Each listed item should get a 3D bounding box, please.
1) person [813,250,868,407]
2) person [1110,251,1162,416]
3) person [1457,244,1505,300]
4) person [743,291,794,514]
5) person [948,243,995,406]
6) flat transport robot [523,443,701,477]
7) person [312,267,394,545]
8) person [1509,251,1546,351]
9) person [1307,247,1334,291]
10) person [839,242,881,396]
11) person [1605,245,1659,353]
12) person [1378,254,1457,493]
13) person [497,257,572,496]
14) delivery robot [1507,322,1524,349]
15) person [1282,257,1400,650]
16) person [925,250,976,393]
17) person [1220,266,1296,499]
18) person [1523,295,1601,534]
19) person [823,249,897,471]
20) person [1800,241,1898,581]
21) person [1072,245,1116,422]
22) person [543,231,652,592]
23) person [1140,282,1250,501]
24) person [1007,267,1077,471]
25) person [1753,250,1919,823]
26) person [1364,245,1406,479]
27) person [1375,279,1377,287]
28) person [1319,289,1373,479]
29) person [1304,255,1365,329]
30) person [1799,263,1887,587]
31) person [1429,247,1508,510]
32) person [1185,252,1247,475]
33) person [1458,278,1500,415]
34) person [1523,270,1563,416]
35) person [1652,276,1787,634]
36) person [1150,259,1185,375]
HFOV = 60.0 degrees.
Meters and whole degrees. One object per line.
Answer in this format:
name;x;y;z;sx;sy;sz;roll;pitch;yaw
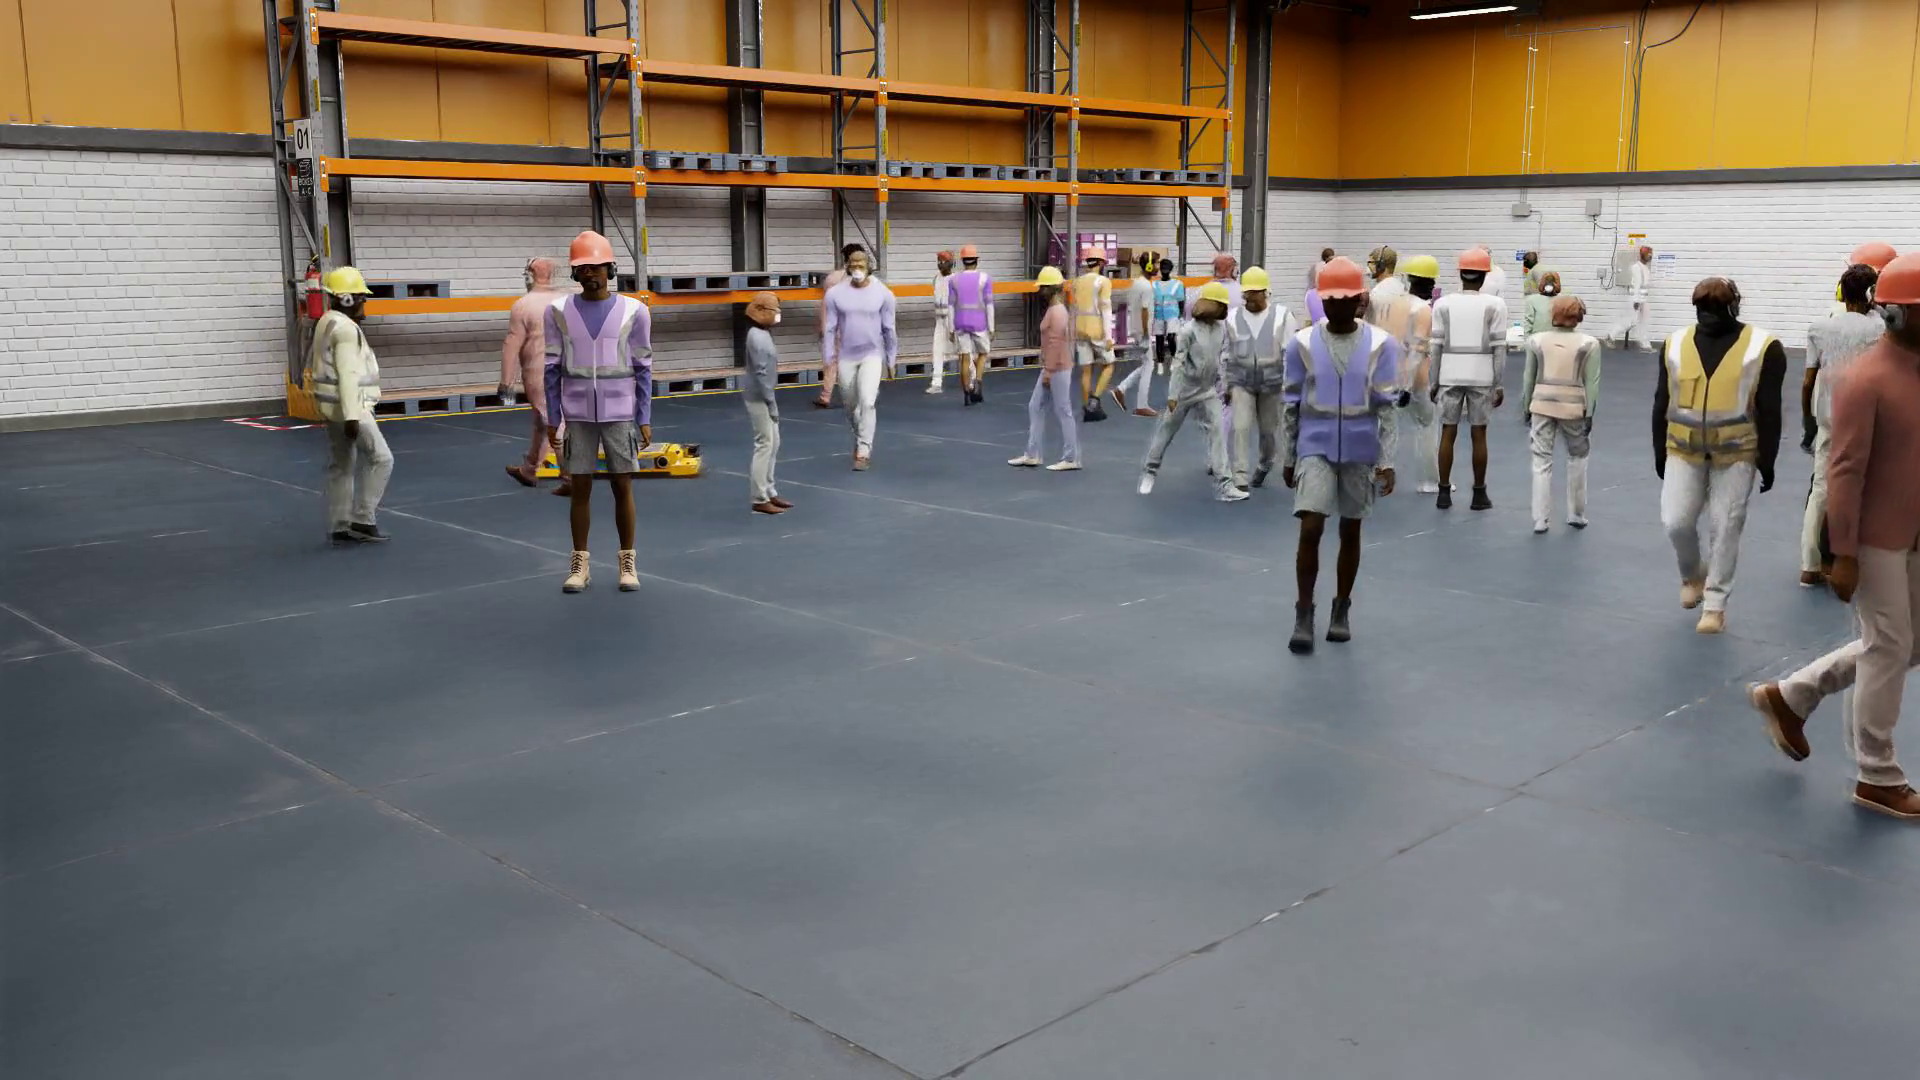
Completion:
person;-1.319;-2.487;19.600;0.769;1.862;0.426;-1;10;-5
person;1.999;-2.294;18.561;0.487;1.851;0.539;-1;10;-6
person;7.141;-3.108;22.898;0.643;1.896;0.406;6;12;31
person;-1.408;-0.995;12.108;0.330;1.624;0.536;0;10;0
person;0.142;-2.558;19.818;0.585;1.921;0.416;2;11;11
flat transport robot;-2.942;-0.686;14.117;1.431;0.197;0.652;-1;10;-5
person;-3.930;-0.861;10.844;0.513;1.814;0.625;-7;12;-33
person;10.133;-4.146;28.964;1.091;1.764;0.643;3;11;15
person;6.281;-4.126;28.662;0.641;1.820;0.768;6;12;31
person;-1.113;-2.367;18.706;0.623;1.940;0.520;9;14;41
person;11.674;-4.162;28.757;0.565;1.857;0.823;-10;14;-42
person;3.439;-1.282;12.973;0.955;1.890;0.582;-4;11;-19
person;-3.298;-1.282;13.063;1.026;1.848;0.663;6;12;31
delivery robot;9.359;-3.415;27.965;0.707;0.478;0.477;4;11;19
person;1.845;-0.404;8.103;0.558;1.907;0.738;2;11;12
person;-0.085;-2.838;21.581;0.586;1.845;0.985;8;13;38
person;2.329;-1.242;13.026;0.597;1.797;0.798;2;11;13
person;4.122;-0.859;11.404;0.518;1.616;0.646;6;12;31
person;-0.866;-1.599;14.628;0.636;1.908;0.892;1;10;7
person;5.242;-0.750;9.787;0.401;1.984;0.612;3;11;14
person;1.475;-2.238;18.097;0.446;1.911;0.568;-10;14;-44
person;-2.048;-0.715;9.435;0.609;2.043;0.376;-1;10;-6
person;1.780;-1.144;12.797;0.529;1.671;0.976;-7;12;-33
person;0.693;-1.455;14.259;0.711;1.741;0.547;-1;10;-4
person;3.216;-0.029;5.886;0.628;1.972;0.678;-7;13;-35
person;3.514;-1.477;13.874;0.356;1.938;0.638;5;12;26
person;7.605;-4.206;29.618;0.583;1.618;0.555;6;12;31
person;3.137;-1.279;13.721;0.545;1.599;0.427;6;12;30
person;3.382;-1.642;15.038;0.565;1.841;0.387;4;11;19
person;5.061;-0.635;9.491;0.329;1.865;0.514;-9;13;-39
person;3.754;-1.188;12.303;0.551;1.935;0.372;5;11;24
person;2.299;-1.514;14.271;0.658;1.866;0.928;6;12;30
person;5.623;-2.241;18.317;0.524;1.835;0.762;-2;11;-8
person;6.553;-2.194;18.619;0.498;1.633;0.280;0;10;3
person;3.884;-0.441;8.562;0.641;1.825;0.505;8;13;36
person;2.969;-3.225;24.104;0.545;1.689;0.357;4;11;22
